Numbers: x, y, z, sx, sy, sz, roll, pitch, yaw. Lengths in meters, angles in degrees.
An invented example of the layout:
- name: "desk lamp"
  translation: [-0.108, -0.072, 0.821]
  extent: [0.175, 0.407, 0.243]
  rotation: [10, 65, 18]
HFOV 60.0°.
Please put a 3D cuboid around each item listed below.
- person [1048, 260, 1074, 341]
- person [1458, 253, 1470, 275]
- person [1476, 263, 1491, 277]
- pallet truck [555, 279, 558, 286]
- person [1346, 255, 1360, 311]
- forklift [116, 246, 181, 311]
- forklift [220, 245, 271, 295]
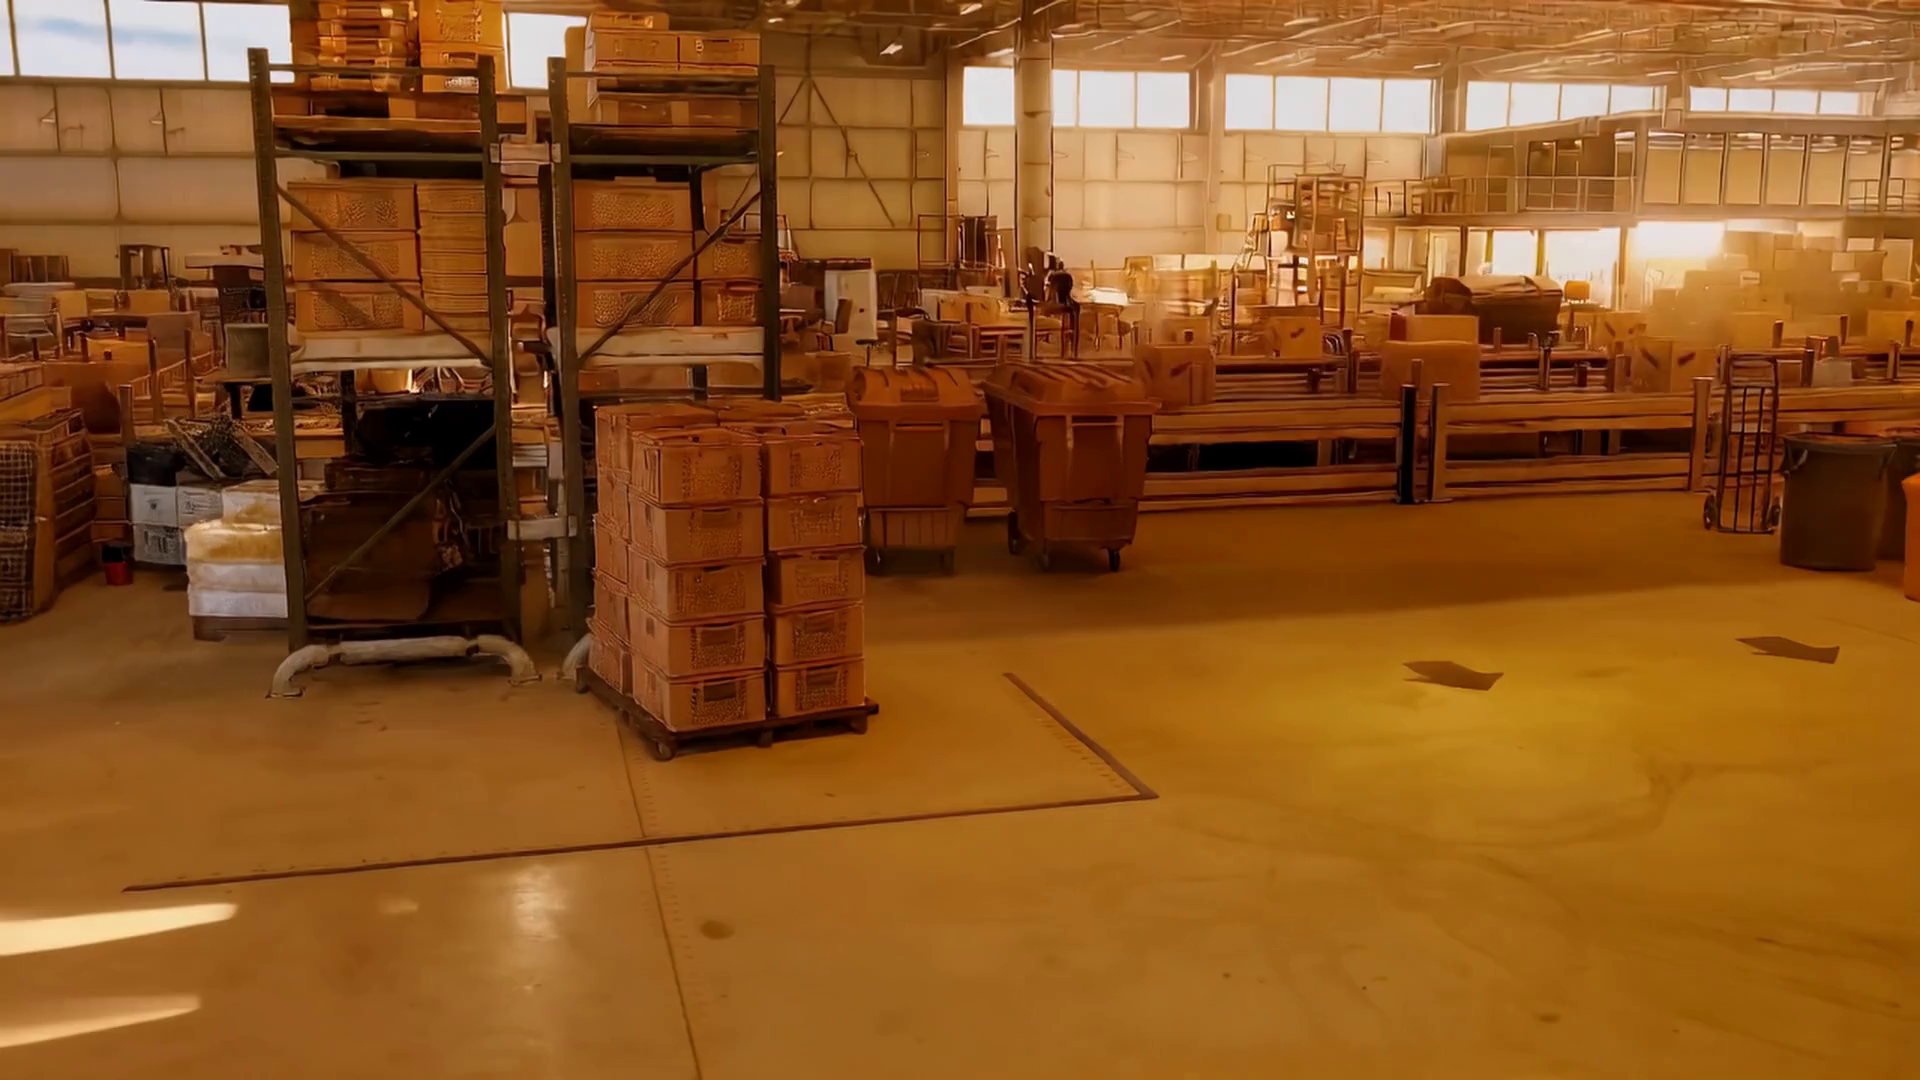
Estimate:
- name: "person"
  translation: [2.031, -4.711, 33.531]
  extent: [0.561, 1.855, 0.400]
  rotation: [0, 10, -1]
- name: "person"
  translation: [17.389, -8.980, 57.490]
  extent: [0.356, 1.930, 0.589]
  rotation: [7, 12, 33]
- name: "person"
  translation: [12.755, -5.922, 40.772]
  extent: [0.532, 1.724, 0.900]
  rotation: [-1, 10, -4]
- name: "pallet truck"
  translation: [-10.604, -6.375, 44.520]
  extent: [0.653, 1.274, 1.630]
  rotation: [-3, 10, -15]
- name: "person"
  translation: [12.859, -8.410, 54.396]
  extent: [0.587, 1.882, 0.342]
  rotation: [8, 13, 38]
- name: "forklift"
  translation: [-19.966, -6.232, 40.894]
  extent: [1.157, 1.987, 2.680]
  rotation: [-3, 10, -15]
- name: "forklift"
  translation: [-17.749, -6.334, 41.440]
  extent: [1.157, 1.987, 2.680]
  rotation: [-3, 10, -17]
